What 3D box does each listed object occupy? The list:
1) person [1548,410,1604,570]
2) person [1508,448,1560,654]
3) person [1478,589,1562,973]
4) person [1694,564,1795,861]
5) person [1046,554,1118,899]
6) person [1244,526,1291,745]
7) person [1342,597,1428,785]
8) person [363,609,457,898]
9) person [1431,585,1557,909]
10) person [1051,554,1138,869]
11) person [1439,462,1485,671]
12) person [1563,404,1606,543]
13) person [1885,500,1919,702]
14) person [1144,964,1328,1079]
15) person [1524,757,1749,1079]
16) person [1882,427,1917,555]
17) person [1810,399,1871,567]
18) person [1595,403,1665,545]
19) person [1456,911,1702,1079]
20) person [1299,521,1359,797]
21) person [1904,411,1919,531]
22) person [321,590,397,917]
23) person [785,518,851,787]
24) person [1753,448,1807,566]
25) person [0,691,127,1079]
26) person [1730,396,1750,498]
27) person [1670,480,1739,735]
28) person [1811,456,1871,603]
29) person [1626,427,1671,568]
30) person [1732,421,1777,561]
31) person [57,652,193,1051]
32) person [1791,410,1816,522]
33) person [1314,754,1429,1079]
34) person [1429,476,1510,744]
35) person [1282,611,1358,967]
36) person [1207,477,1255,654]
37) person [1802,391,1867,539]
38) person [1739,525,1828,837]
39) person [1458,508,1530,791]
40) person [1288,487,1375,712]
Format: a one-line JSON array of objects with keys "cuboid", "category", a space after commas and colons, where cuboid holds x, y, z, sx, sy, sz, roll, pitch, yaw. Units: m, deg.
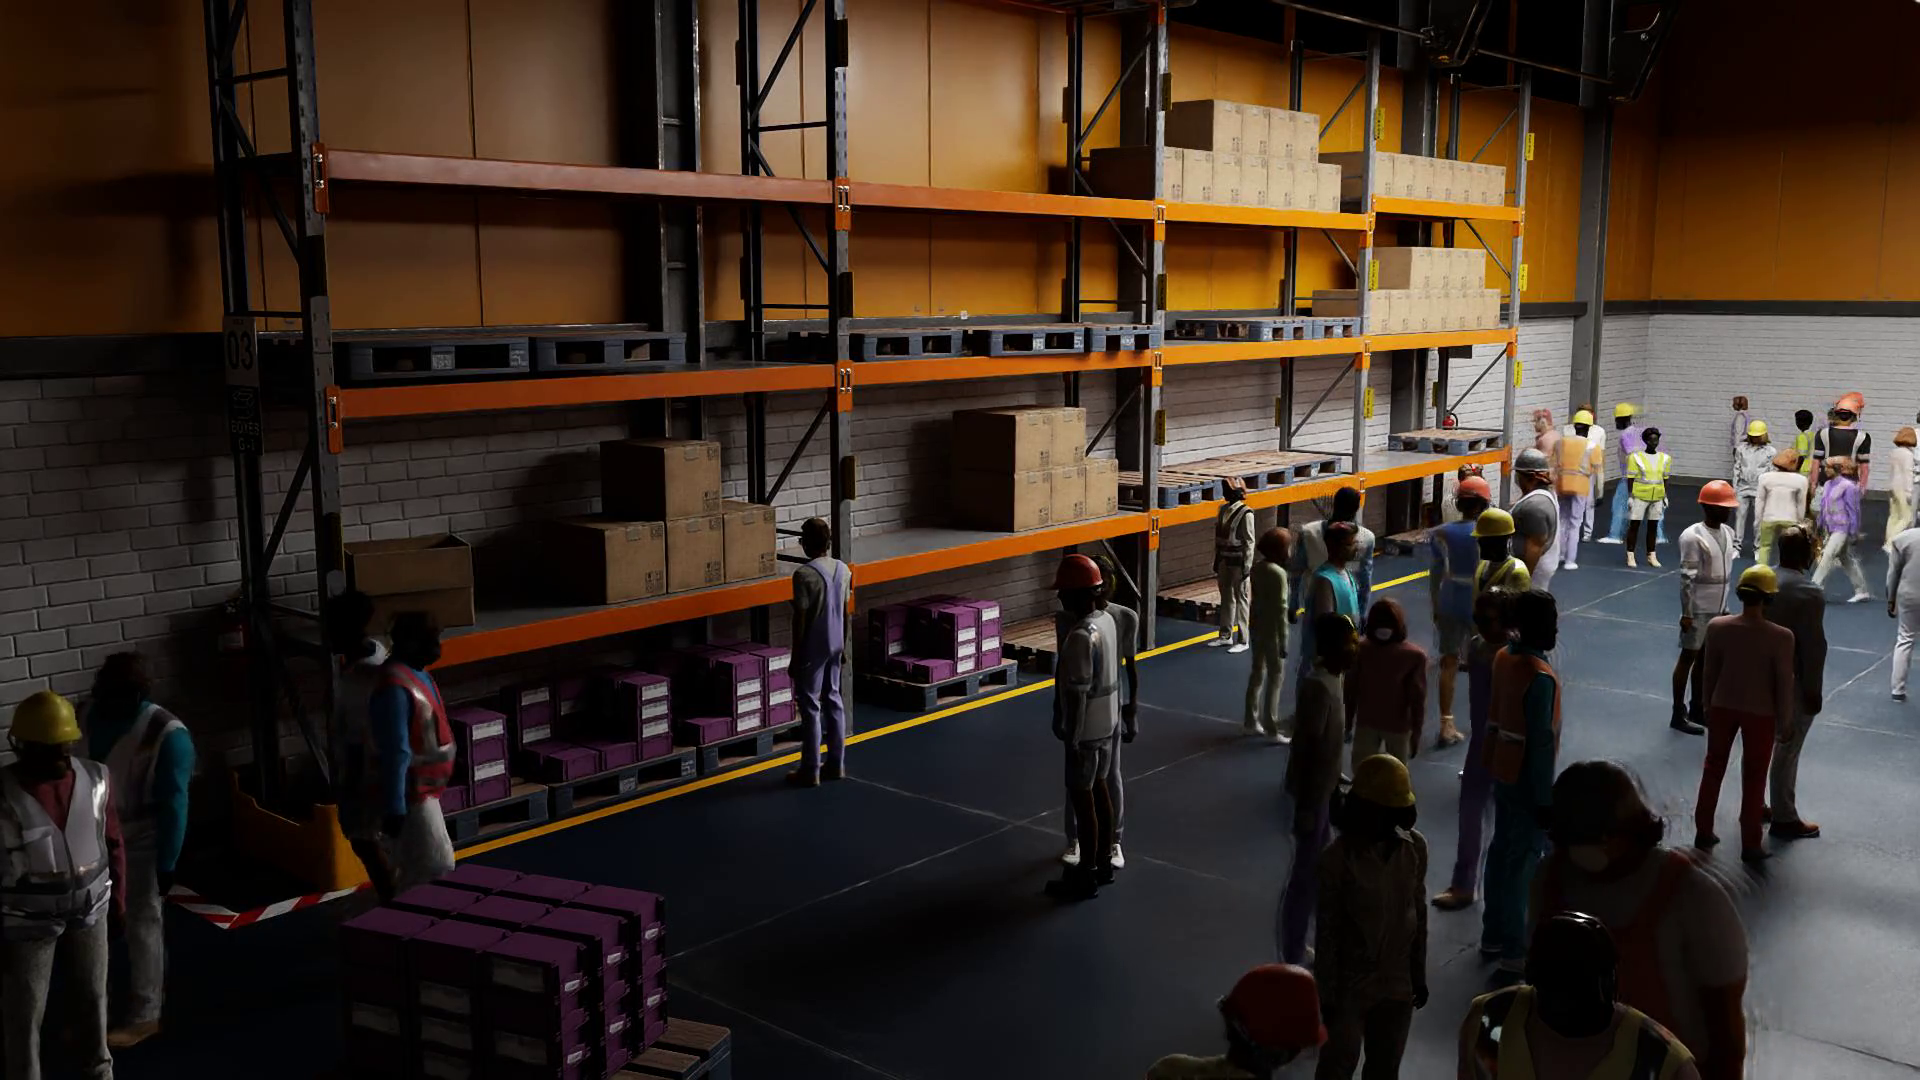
[{"cuboid": [7.377, -0.605, 19.934, 0.641, 1.893, 0.727, 7, 11, 39], "category": "person"}, {"cuboid": [4.769, 0.235, 14.059, 0.536, 2.000, 0.684, 4, 10, 26], "category": "person"}, {"cuboid": [2.803, 1.189, 8.288, 0.381, 1.921, 0.596, 0, 9, -2], "category": "person"}, {"cuboid": [4.695, 1.017, 9.937, 0.353, 1.757, 0.524, -7, 11, -40], "category": "person"}, {"cuboid": [0.678, 1.034, 9.283, 0.386, 1.929, 0.543, 4, 10, 22], "category": "person"}, {"cuboid": [2.296, 0.700, 12.384, 0.284, 1.629, 0.532, -2, 9, -14], "category": "person"}, {"cuboid": [2.463, 1.130, 9.730, 0.506, 1.586, 0.846, 4, 10, 23], "category": "person"}, {"cuboid": [-2.704, 1.246, 8.238, 0.439, 1.823, 0.640, -2, 9, -10], "category": "person"}, {"cuboid": [3.056, 1.119, 9.205, 0.948, 1.803, 0.534, -5, 10, -29], "category": "person"}, {"cuboid": [0.790, 0.997, 9.738, 0.511, 1.862, 0.326, 2, 9, 10], "category": "person"}, {"cuboid": [4.444, 0.235, 14.690, 0.389, 1.846, 0.566, -3, 9, -21], "category": "person"}, {"cuboid": [8.216, -0.888, 21.969, 0.560, 1.836, 0.393, 8, 12, 40], "category": "person"}, {"cuboid": [7.839, 0.470, 13.507, 0.572, 1.743, 0.349, 6, 11, 35], "category": "person"}, {"cuboid": [0.738, 1.908, 4.352, 0.629, 1.722, 0.467, 8, 12, 42], "category": "person"}, {"cuboid": [2.036, 1.615, 5.163, 0.558, 2.000, 0.733, -6, 10, -33], "category": "person"}, {"cuboid": [11.721, -0.598, 20.799, 0.412, 1.614, 0.556, 0, 9, 1], "category": "person"}, {"cuboid": [10.600, -0.689, 20.065, 0.613, 2.033, 0.410, 5, 10, 29], "category": "person"}, {"cuboid": [8.817, -0.850, 21.649, 0.853, 1.870, 0.605, 7, 11, 39], "category": "person"}, {"cuboid": [1.546, 1.846, 4.309, 0.635, 1.842, 0.429, 6, 11, 34], "category": "person"}, {"cuboid": [2.486, 0.783, 11.166, 0.385, 1.846, 0.567, 4, 10, 22], "category": "person"}, {"cuboid": [12.105, -0.744, 20.902, 0.352, 1.880, 0.576, -8, 12, -41], "category": "person"}, {"cuboid": [-3.016, 1.164, 8.477, 0.367, 1.912, 0.709, -3, 9, -16], "category": "person"}, {"cuboid": [-0.961, 0.760, 11.351, 0.353, 1.835, 0.518, 7, 11, 39], "category": "person"}, {"cuboid": [8.978, -0.202, 18.231, 0.504, 1.632, 0.301, 4, 10, 26], "category": "person"}, {"cuboid": [-3.619, 1.494, 6.652, 0.403, 1.825, 0.596, 7, 11, 37], "category": "person"}, {"cuboid": [12.351, -1.464, 26.349, 0.318, 1.630, 0.513, 5, 10, 31], "category": "person"}, {"cuboid": [5.696, 0.503, 12.664, 0.547, 1.938, 0.378, -5, 10, -31], "category": "person"}, {"cuboid": [9.328, -0.103, 17.691, 0.892, 1.588, 0.531, 0, 9, 2], "category": "person"}, {"cuboid": [8.240, -0.504, 19.938, 0.535, 1.697, 0.318, -1, 9, -3], "category": "person"}, {"cuboid": [9.744, -0.602, 20.440, 0.485, 1.736, 0.308, 6, 10, 32], "category": "person"}, {"cuboid": [-3.748, 1.386, 7.423, 0.673, 1.824, 0.435, 1, 9, 6], "category": "person"}, {"cuboid": [11.508, -0.934, 22.719, 0.320, 1.692, 0.531, 8, 12, 41], "category": "person"}, {"cuboid": [1.518, 1.621, 6.116, 0.485, 1.737, 0.339, -4, 10, -26], "category": "person"}, {"cuboid": [3.820, 0.513, 12.497, 0.621, 1.973, 1.097, 5, 10, 31], "category": "person"}, {"cuboid": [1.730, 1.279, 8.036, 0.339, 1.833, 0.685, 2, 9, 15], "category": "person"}, {"cuboid": [2.530, 0.224, 15.419, 0.307, 1.639, 0.524, -5, 10, -27], "category": "person"}, {"cuboid": [11.586, -0.970, 22.016, 1.031, 2.003, 0.617, -1, 9, -7], "category": "person"}, {"cuboid": [5.124, 0.865, 10.332, 0.361, 1.937, 0.635, -2, 9, -12], "category": "person"}, {"cuboid": [3.608, 0.736, 11.240, 0.392, 1.919, 0.581, -2, 9, -11], "category": "person"}, {"cuboid": [2.861, 0.512, 12.815, 0.615, 1.875, 0.513, 0, 9, -3], "category": "person"}]
